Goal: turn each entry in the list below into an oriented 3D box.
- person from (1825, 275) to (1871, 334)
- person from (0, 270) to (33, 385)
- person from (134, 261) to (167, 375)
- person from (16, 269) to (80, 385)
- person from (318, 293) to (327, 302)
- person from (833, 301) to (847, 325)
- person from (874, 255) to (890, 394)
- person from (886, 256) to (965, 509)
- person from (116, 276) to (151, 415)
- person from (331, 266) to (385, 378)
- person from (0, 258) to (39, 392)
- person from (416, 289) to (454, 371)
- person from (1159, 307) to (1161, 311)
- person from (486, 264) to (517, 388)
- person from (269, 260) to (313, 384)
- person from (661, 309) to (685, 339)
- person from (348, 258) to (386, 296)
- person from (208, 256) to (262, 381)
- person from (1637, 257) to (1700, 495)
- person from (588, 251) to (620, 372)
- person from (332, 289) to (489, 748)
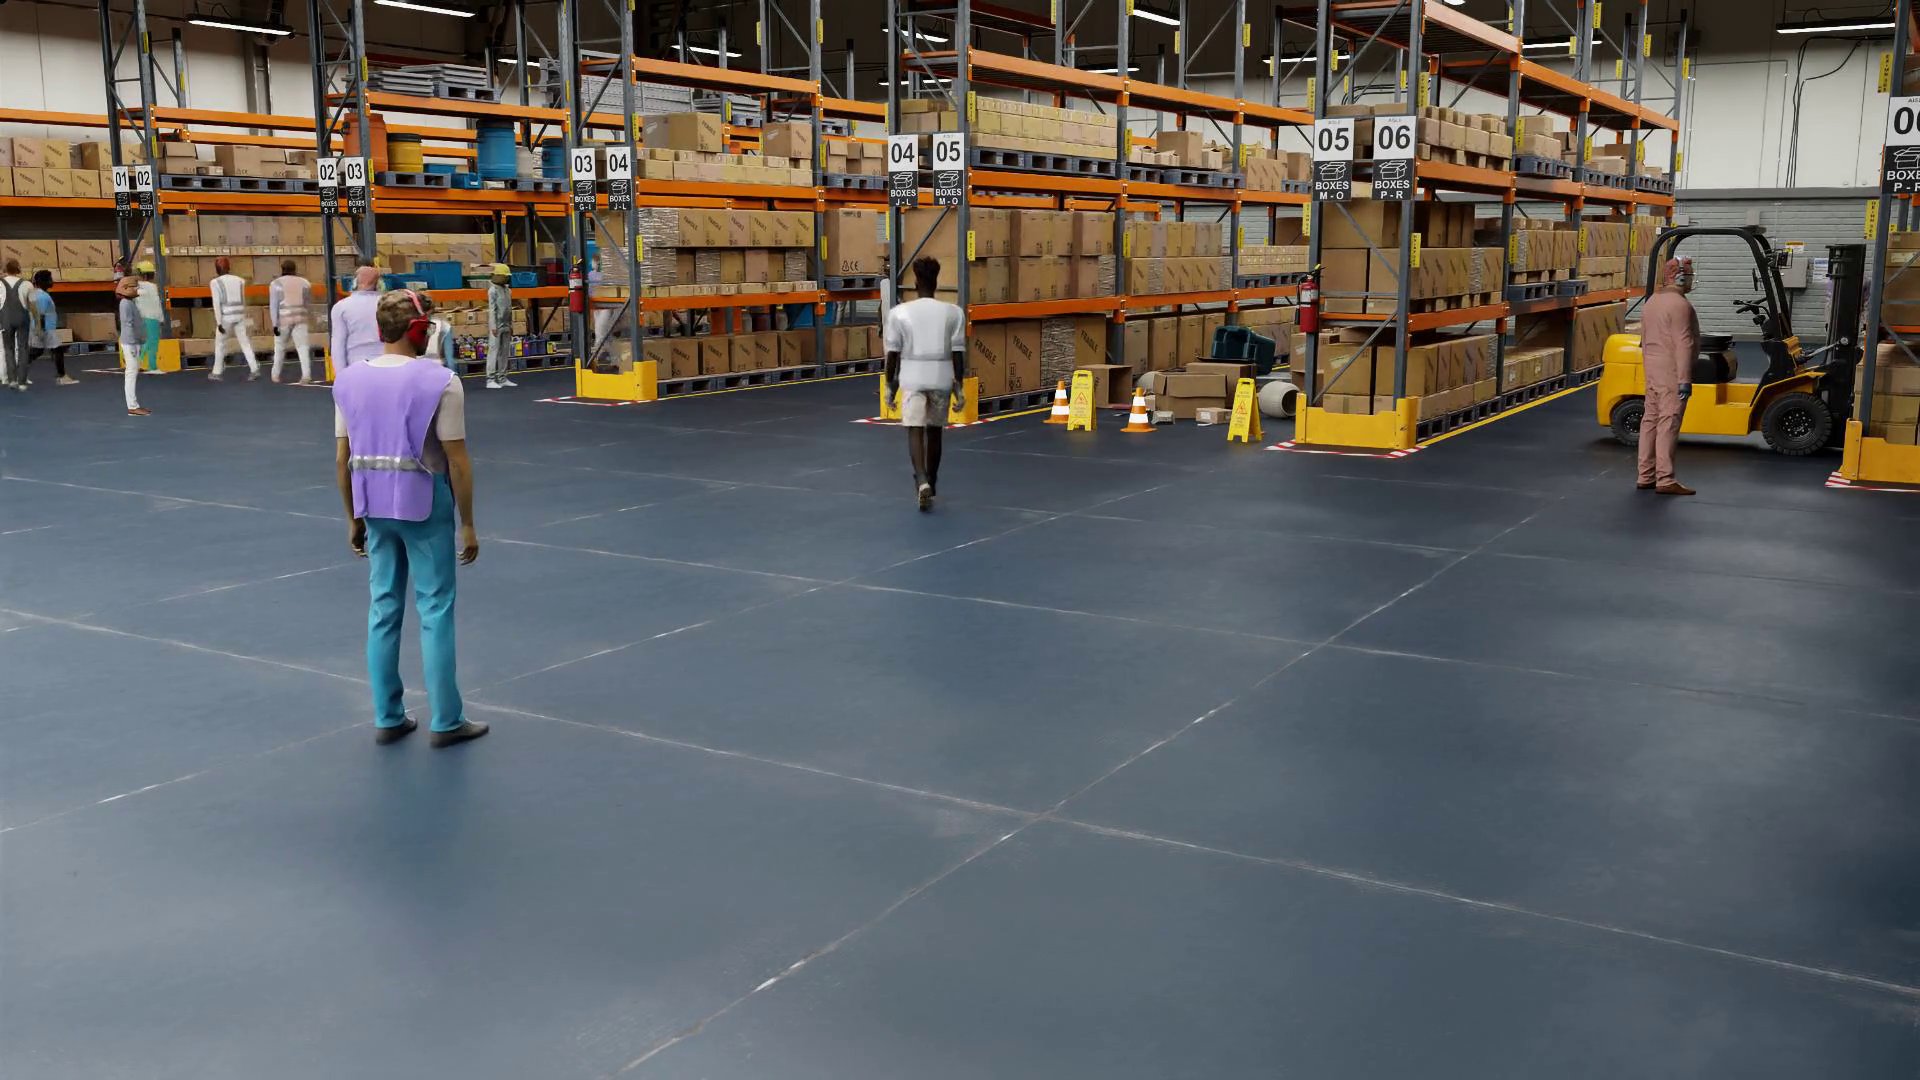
[{"bbox_3d":[12.742,-3.185,23.881,0.588,1.918,0.397,1,10,6],"label":"person"},{"bbox_3d":[-13.580,-3.020,23.725,0.515,1.641,0.315,-2,10,-12],"label":"person"},{"bbox_3d":[-12.448,-3.401,25.550,0.530,1.755,0.399,7,13,36],"label":"person"},{"bbox_3d":[-13.063,-3.005,23.581,0.824,1.659,0.520,-7,12,-36],"label":"person"},{"bbox_3d":[-12.434,-4.661,32.635,0.528,1.746,0.713,6,12,29],"label":"person"},{"bbox_3d":[-2.644,-5.388,36.263,0.633,1.916,0.453,8,13,38],"label":"person"},{"bbox_3d":[-0.910,-2.868,22.235,0.521,1.871,0.325,8,13,37],"label":"person"},{"bbox_3d":[-0.258,-1.212,12.785,0.609,1.938,0.909,-1,10,-8],"label":"person"},{"bbox_3d":[-9.768,-2.289,19.649,0.279,1.634,0.499,-4,11,-23],"label":"person"},{"bbox_3d":[-4.948,-1.371,13.970,0.654,1.824,1.032,-6,12,-29],"label":"person"},{"bbox_3d":[-13.012,-2.966,22.922,0.540,1.814,0.813,-5,11,-26],"label":"person"},{"bbox_3d":[-4.814,-1.452,15.010,0.512,1.612,0.702,-6,12,-29],"label":"person"},{"bbox_3d":[4.325,-5.719,37.963,0.996,1.941,0.633,9,14,42],"label":"person"},{"bbox_3d":[-6.434,-2.994,23.352,0.390,1.732,0.494,4,11,20],"label":"person"},{"bbox_3d":[-9.683,-3.150,24.076,0.620,1.789,0.974,-8,13,-37],"label":"person"},{"bbox_3d":[-6.058,-5.147,34.857,0.556,1.917,0.601,4,11,23],"label":"person"},{"bbox_3d":[-8.077,-2.936,22.737,0.516,1.828,0.630,5,11,27],"label":"person"},{"bbox_3d":[-10.746,-3.259,24.544,0.994,1.840,0.589,6,12,32],"label":"person"},{"bbox_3d":[5.769,-1.326,13.491,0.407,1.910,0.639,-1,10,-4],"label":"person"},{"bbox_3d":[-5.659,-3.533,25.901,0.656,1.894,0.984,10,14,43],"label":"person"},{"bbox_3d":[-2.218,-0.076,6.669,0.570,1.840,0.375,2,10,14],"label":"person"}]
